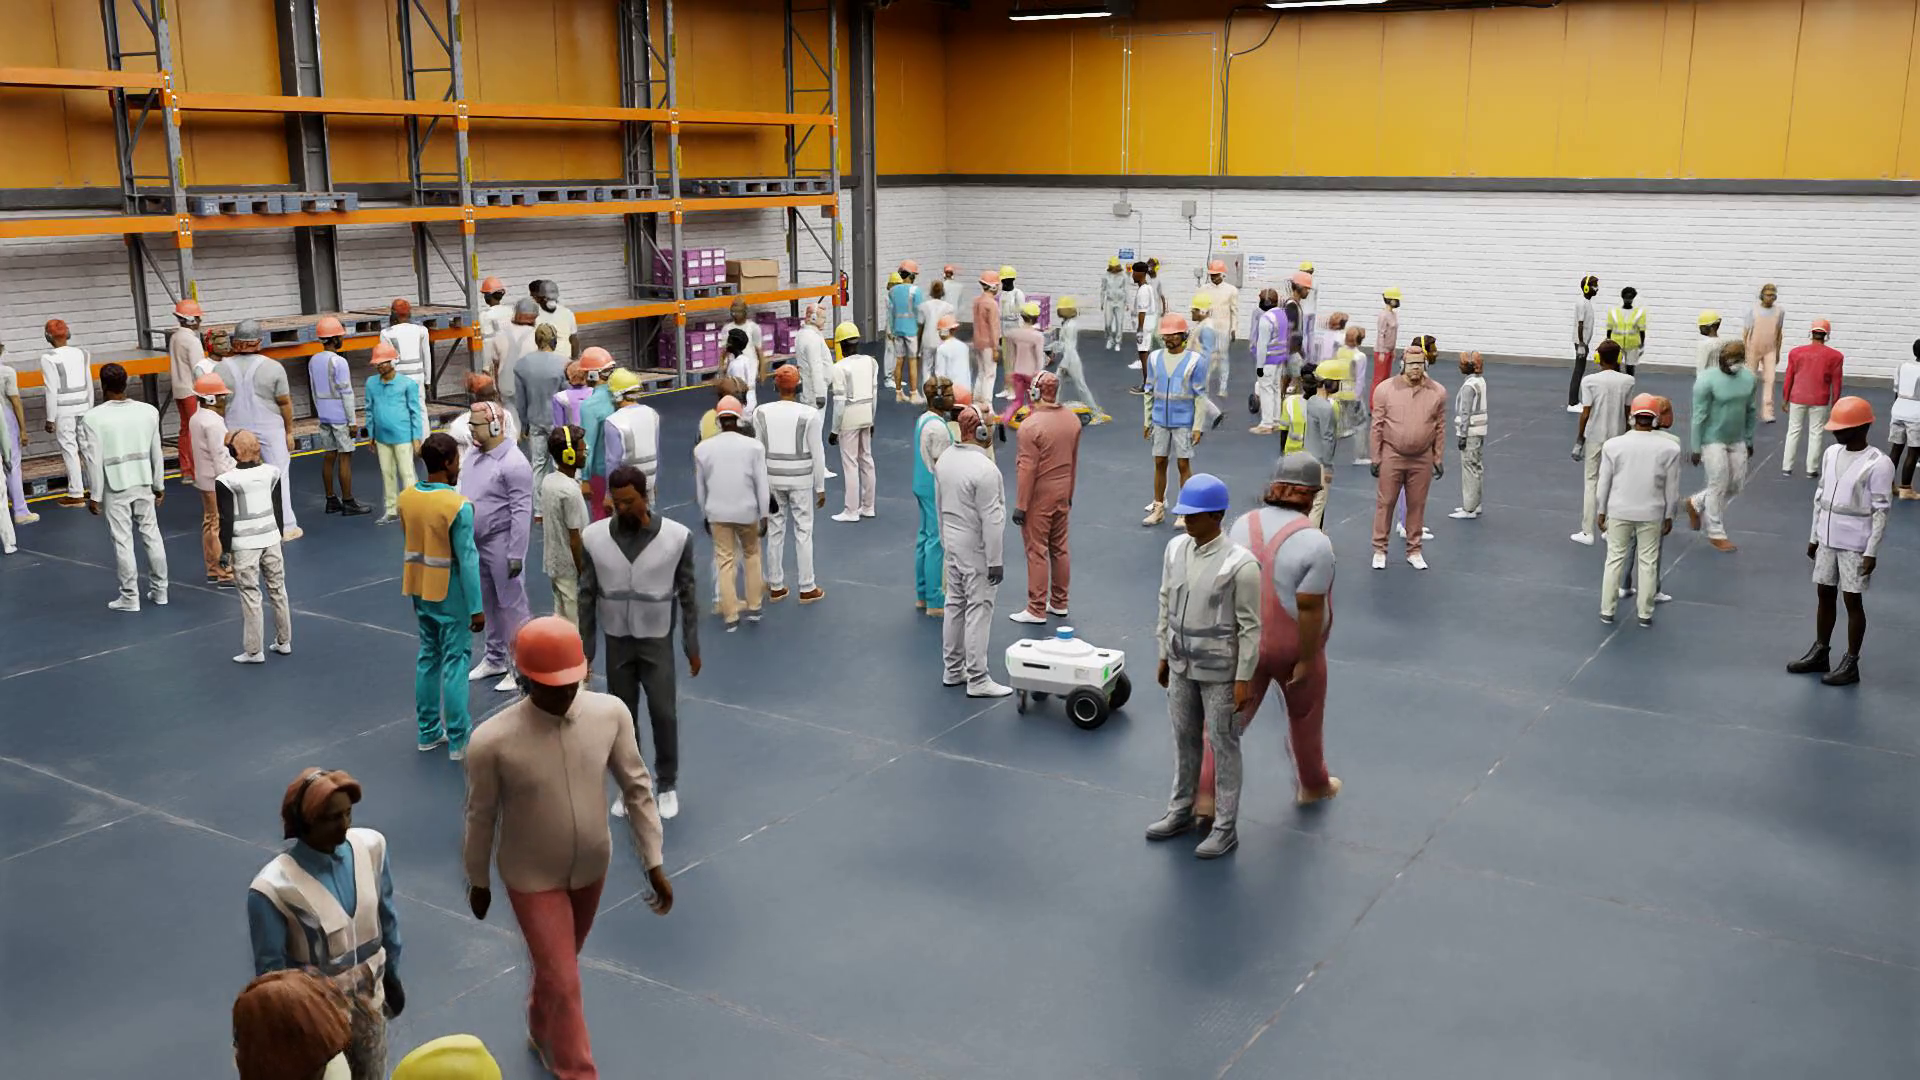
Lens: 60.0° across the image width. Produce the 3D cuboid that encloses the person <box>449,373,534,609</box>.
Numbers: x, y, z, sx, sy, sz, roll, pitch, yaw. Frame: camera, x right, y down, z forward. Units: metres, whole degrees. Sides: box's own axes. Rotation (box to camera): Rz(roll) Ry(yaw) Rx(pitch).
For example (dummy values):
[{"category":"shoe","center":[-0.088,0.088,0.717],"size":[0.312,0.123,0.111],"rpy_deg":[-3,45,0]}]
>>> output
[{"category":"person","center":[-3.731,-0.394,12.949],"size":[0.915,1.855,0.574],"rpy_deg":[8,15,30]}]

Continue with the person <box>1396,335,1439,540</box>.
[{"category":"person","center":[4.222,-0.949,15.287],"size":[0.328,1.876,0.514],"rpy_deg":[2,13,9]}]

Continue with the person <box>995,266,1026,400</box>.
[{"category":"person","center":[0.721,-2.992,24.058],"size":[0.390,1.920,0.586],"rpy_deg":[-8,15,-30]}]

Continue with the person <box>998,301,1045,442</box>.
[{"category":"person","center":[0.766,-2.013,20.201],"size":[0.527,1.751,0.641],"rpy_deg":[11,17,39]}]

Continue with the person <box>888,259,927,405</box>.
[{"category":"person","center":[-0.729,-2.940,23.556],"size":[0.605,2.042,0.391],"rpy_deg":[10,16,37]}]

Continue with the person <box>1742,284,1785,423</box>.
[{"category":"person","center":[10.581,-2.449,21.919],"size":[0.522,1.818,0.778],"rpy_deg":[3,13,11]}]

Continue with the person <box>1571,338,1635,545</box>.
[{"category":"person","center":[5.799,-0.883,15.023],"size":[0.534,1.865,0.309],"rpy_deg":[-1,13,-5]}]

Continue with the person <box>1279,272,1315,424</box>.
[{"category":"person","center":[4.336,-2.446,21.488],"size":[0.596,2.005,0.612],"rpy_deg":[2,13,7]}]

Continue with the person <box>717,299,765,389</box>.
[{"category":"person","center":[-2.662,-1.994,20.001],"size":[0.519,1.784,0.976],"rpy_deg":[5,14,20]}]

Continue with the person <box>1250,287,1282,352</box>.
[{"category":"person","center":[4.468,-2.860,24.169],"size":[0.511,1.603,0.660],"rpy_deg":[3,13,13]}]

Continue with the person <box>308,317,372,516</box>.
[{"category":"person","center":[-6.072,-1.200,16.236],"size":[0.545,1.938,0.362],"rpy_deg":[8,15,33]}]

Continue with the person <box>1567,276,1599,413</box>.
[{"category":"person","center":[8.574,-2.688,22.839],"size":[0.317,1.870,0.531],"rpy_deg":[6,14,25]}]

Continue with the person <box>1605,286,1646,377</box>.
[{"category":"person","center":[9.393,-2.750,23.520],"size":[0.542,1.685,0.633],"rpy_deg":[5,14,22]}]

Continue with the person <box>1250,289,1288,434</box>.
[{"category":"person","center":[3.900,-2.259,21.074],"size":[0.431,1.835,0.619],"rpy_deg":[9,16,33]}]

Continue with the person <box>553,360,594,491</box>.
[{"category":"person","center":[-3.486,-0.834,15.299],"size":[0.513,1.642,0.313],"rpy_deg":[-9,16,-34]}]

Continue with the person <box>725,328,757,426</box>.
[{"category":"person","center":[-2.318,-1.392,17.592],"size":[0.320,1.698,0.537],"rpy_deg":[1,13,4]}]

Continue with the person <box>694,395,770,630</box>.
[{"category":"person","center":[-1.685,-0.219,12.448],"size":[0.561,1.715,0.644],"rpy_deg":[0,13,1]}]

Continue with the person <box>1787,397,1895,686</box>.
[{"category":"person","center":[5.841,0.007,11.027],"size":[0.377,1.924,0.552],"rpy_deg":[-4,14,-17]}]

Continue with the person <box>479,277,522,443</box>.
[{"category":"person","center":[-5.596,-2.155,20.146],"size":[0.389,2.045,0.606],"rpy_deg":[6,14,25]}]

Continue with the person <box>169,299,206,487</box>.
[{"category":"person","center":[-8.165,-1.563,17.724],"size":[0.413,1.986,0.605],"rpy_deg":[-12,18,-43]}]

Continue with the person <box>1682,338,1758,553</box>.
[{"category":"person","center":[6.750,-0.869,14.852],"size":[0.657,1.911,0.656],"rpy_deg":[-4,14,-17]}]

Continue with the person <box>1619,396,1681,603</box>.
[{"category":"person","center":[5.426,-0.323,13.097],"size":[0.281,1.634,0.498],"rpy_deg":[-10,16,-36]}]

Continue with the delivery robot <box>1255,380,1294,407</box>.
[{"category":"delivery robot","center":[4.280,-2.000,22.533],"size":[0.477,0.478,0.707],"rpy_deg":[-3,13,-15]}]

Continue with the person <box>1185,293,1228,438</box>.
[{"category":"person","center":[3.032,-2.149,20.631],"size":[0.521,1.815,0.605],"rpy_deg":[1,13,5]}]

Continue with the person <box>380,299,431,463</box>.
[{"category":"person","center":[-6.311,-1.806,18.982],"size":[0.580,1.884,0.352],"rpy_deg":[-12,17,-41]}]

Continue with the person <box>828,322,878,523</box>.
[{"category":"person","center":[-1.037,-1.124,15.955],"size":[0.382,1.917,0.585],"rpy_deg":[10,17,38]}]

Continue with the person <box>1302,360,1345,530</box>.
[{"category":"person","center":[3.116,-0.671,14.335],"size":[0.341,1.760,0.525],"rpy_deg":[-1,13,-5]}]

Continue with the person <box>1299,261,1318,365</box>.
[{"category":"person","center":[5.728,-3.742,27.638],"size":[0.533,1.768,0.310],"rpy_deg":[-11,17,-40]}]

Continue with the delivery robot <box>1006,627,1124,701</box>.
[{"category":"delivery robot","center":[0.652,0.789,10.433],"size":[0.707,0.478,0.477],"rpy_deg":[6,14,23]}]

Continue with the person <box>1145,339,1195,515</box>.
[{"category":"person","center":[2.089,-1.187,16.332],"size":[0.508,1.872,0.329],"rpy_deg":[9,16,34]}]

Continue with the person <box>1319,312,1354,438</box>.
[{"category":"person","center":[4.674,-1.982,20.375],"size":[0.823,1.604,0.518],"rpy_deg":[-4,14,-18]}]

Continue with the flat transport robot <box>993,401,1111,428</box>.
[{"category":"flat transport robot","center":[1.214,-1.655,21.864],"size":[1.431,0.197,0.652],"rpy_deg":[-7,15,-26]}]

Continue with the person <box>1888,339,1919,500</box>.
[{"category":"person","center":[9.723,-1.242,16.972],"size":[0.319,1.687,0.539],"rpy_deg":[-3,13,-12]}]

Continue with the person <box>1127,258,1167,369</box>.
[{"category":"person","center":[3.217,-3.774,27.675],"size":[0.986,1.828,0.516],"rpy_deg":[-6,14,-26]}]

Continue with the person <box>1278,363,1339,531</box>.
[{"category":"person","center":[3.057,-0.716,14.661],"size":[0.529,1.699,0.321],"rpy_deg":[6,14,24]}]

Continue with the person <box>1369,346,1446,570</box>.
[{"category":"person","center":[3.791,-0.692,14.098],"size":[0.636,1.911,0.406],"rpy_deg":[0,13,1]}]

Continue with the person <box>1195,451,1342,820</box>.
[{"category":"person","center":[1.629,0.481,8.718],"size":[1.048,2.000,0.687],"rpy_deg":[-12,17,-41]}]

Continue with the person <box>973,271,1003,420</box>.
[{"category":"person","center":[0.379,-2.581,22.125],"size":[0.414,1.985,0.615],"rpy_deg":[-5,14,-22]}]

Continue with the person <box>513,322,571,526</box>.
[{"category":"person","center":[-3.878,-1.084,15.731],"size":[0.636,1.938,0.358],"rpy_deg":[3,13,15]}]

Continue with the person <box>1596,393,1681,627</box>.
[{"category":"person","center":[5.051,-0.226,12.437],"size":[0.568,1.744,0.349],"rpy_deg":[5,14,21]}]
